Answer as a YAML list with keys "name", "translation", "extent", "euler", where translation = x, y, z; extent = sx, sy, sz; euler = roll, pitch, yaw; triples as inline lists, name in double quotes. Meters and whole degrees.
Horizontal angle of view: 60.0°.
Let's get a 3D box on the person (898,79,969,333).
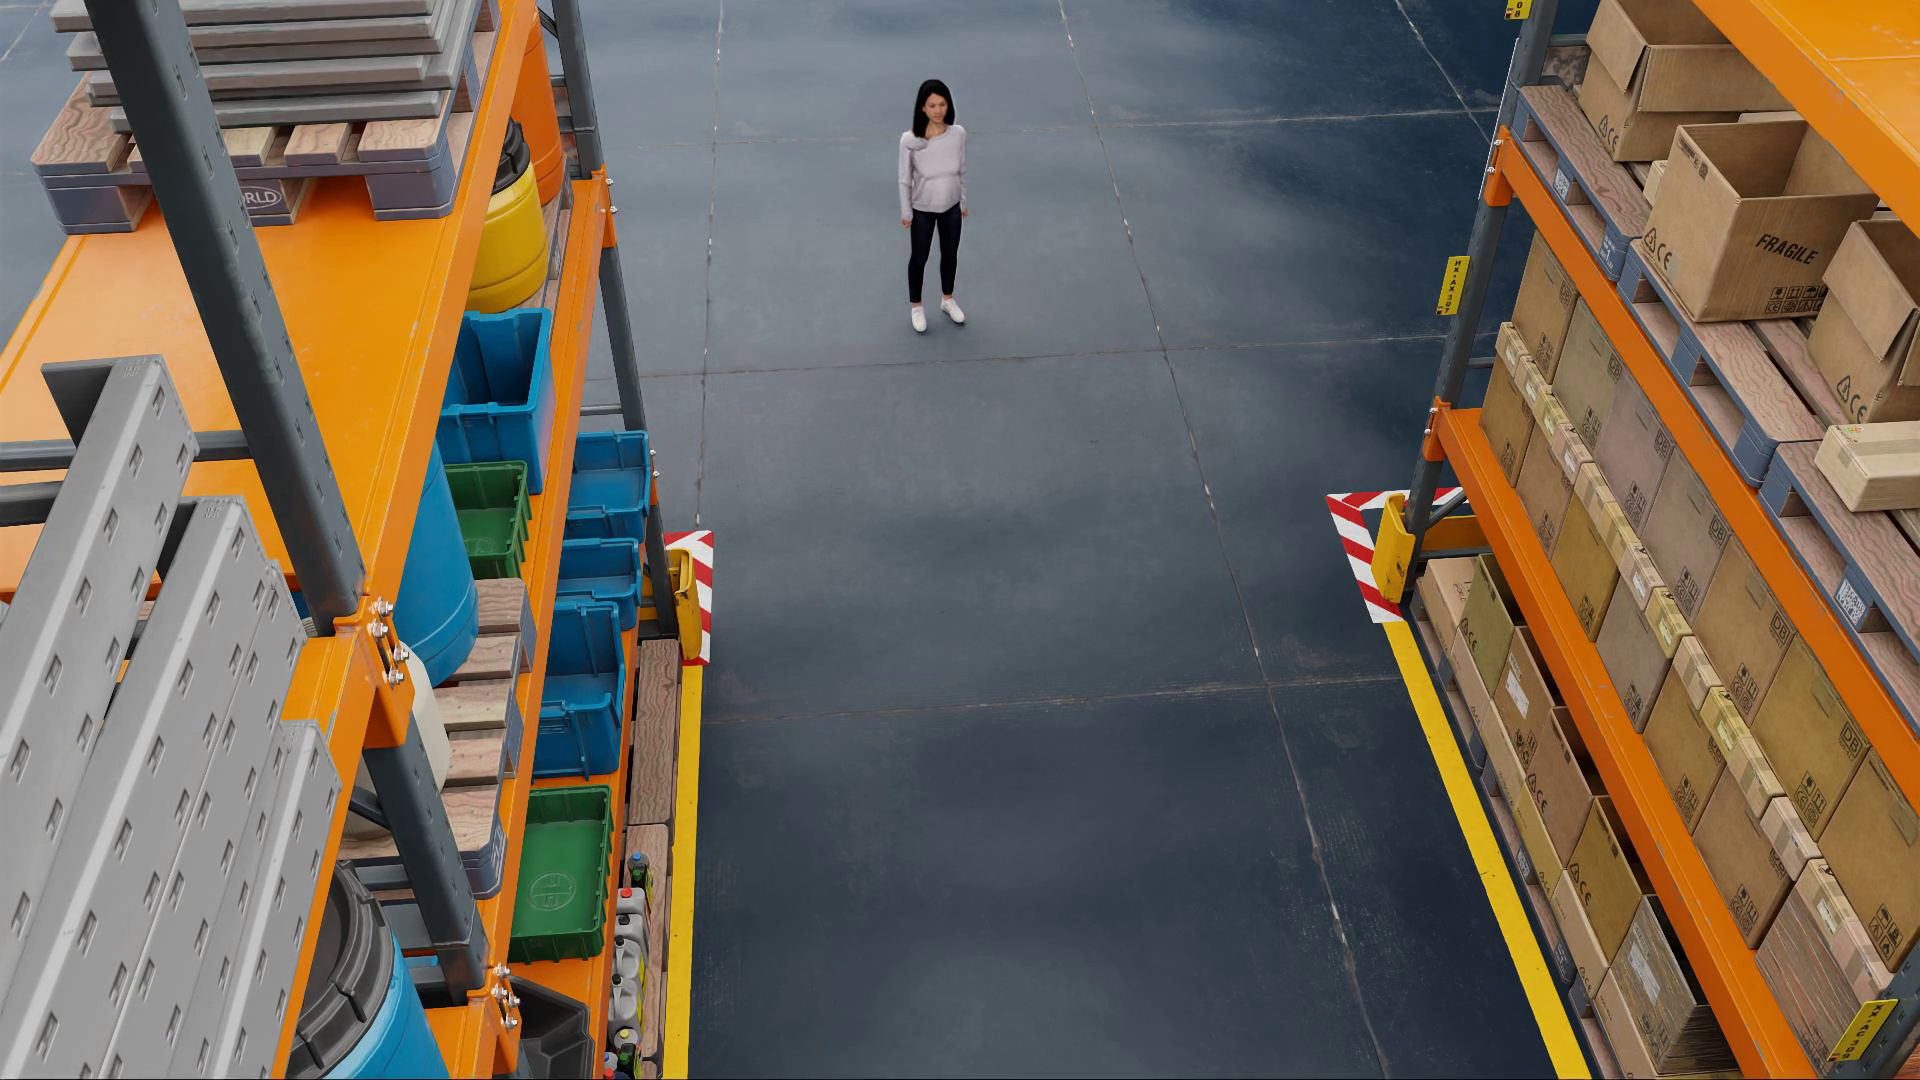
- name: "person"
  translation: [-0.162, -2.139, 10.615]
  extent: [0.685, 1.701, 0.667]
  euler: [-16, 45, -17]
